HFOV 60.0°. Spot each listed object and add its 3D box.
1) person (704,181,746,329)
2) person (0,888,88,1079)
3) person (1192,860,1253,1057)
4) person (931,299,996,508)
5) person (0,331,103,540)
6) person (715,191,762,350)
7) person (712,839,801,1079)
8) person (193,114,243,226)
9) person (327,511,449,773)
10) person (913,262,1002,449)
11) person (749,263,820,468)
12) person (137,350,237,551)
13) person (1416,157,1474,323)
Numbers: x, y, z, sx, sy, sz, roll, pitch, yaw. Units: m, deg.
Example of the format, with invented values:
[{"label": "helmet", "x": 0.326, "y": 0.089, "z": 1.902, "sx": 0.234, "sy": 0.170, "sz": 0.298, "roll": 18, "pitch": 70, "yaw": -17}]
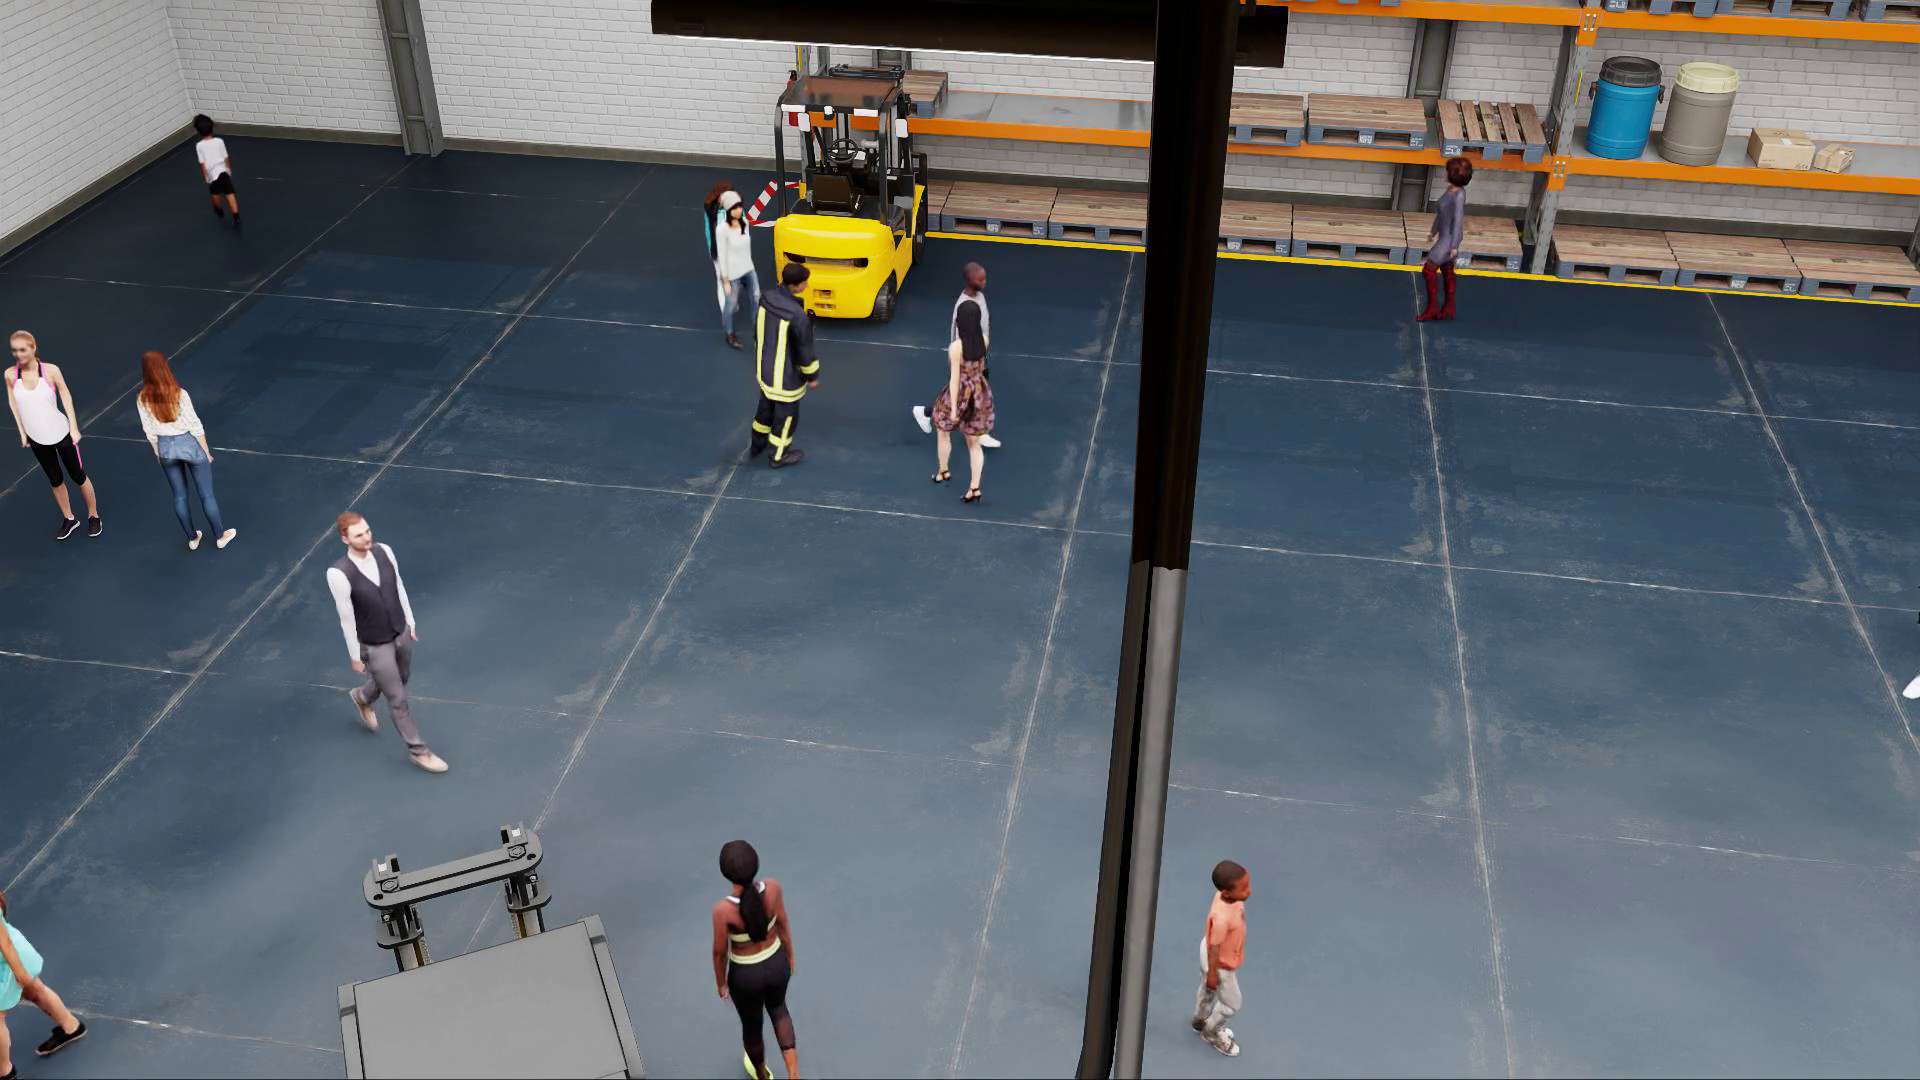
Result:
[{"label": "person", "x": -2.301, "y": -2.893, "z": 16.528, "sx": 0.958, "sy": 1.458, "sz": 0.853, "roll": -7, "pitch": 34, "yaw": -10}, {"label": "person", "x": -4.998, "y": 2.184, "z": 8.821, "sx": 0.902, "sy": 1.535, "sz": 0.879, "roll": -25, "pitch": 41, "yaw": -33}, {"label": "person", "x": 1.347, "y": 2.220, "z": 8.975, "sx": 0.567, "sy": 1.304, "sz": 0.547, "roll": 13, "pitch": 36, "yaw": 18}, {"label": "person", "x": 0.126, "y": -1.073, "z": 13.532, "sx": 0.966, "sy": 1.743, "sz": 0.883, "roll": 28, "pitch": 43, "yaw": 35}, {"label": "person", "x": -7.175, "y": -0.837, "z": 13.137, "sx": 0.569, "sy": 1.787, "sz": 0.725, "roll": -5, "pitch": 34, "yaw": -7}, {"label": "person", "x": -2.185, "y": -2.571, "z": 15.894, "sx": 1.020, "sy": 1.623, "sz": 0.892, "roll": 27, "pitch": 42, "yaw": 34}, {"label": "person", "x": -0.991, "y": 2.271, "z": 8.501, "sx": 0.835, "sy": 1.744, "sz": 0.880, "roll": -18, "pitch": 37, "yaw": -24}, {"label": "person", "x": -8.261, "y": -4.101, "z": 18.543, "sx": 0.847, "sy": 1.239, "sz": 0.915, "roll": -22, "pitch": 39, "yaw": -29}, {"label": "person", "x": -3.827, "y": 0.621, "z": 10.832, "sx": 1.225, "sy": 1.911, "sz": 0.934, "roll": 18, "pitch": 38, "yaw": 25}, {"label": "person", "x": -0.017, "y": -1.574, "z": 14.280, "sx": 1.032, "sy": 1.751, "sz": 0.743, "roll": 9, "pitch": 35, "yaw": 13}, {"label": "person", "x": -1.544, "y": -1.451, "z": 13.977, "sx": 0.894, "sy": 1.880, "sz": 1.035, "roll": 19, "pitch": 38, "yaw": 26}, {"label": "person", "x": -6.080, "y": -0.696, "z": 12.978, "sx": 0.528, "sy": 1.728, "sz": 0.685, "roll": -3, "pitch": 34, "yaw": -4}, {"label": "person", "x": 4.885, "y": -2.931, "z": 16.366, "sx": 0.612, "sy": 1.700, "sz": 0.569, "roll": 6, "pitch": 34, "yaw": 10}]
